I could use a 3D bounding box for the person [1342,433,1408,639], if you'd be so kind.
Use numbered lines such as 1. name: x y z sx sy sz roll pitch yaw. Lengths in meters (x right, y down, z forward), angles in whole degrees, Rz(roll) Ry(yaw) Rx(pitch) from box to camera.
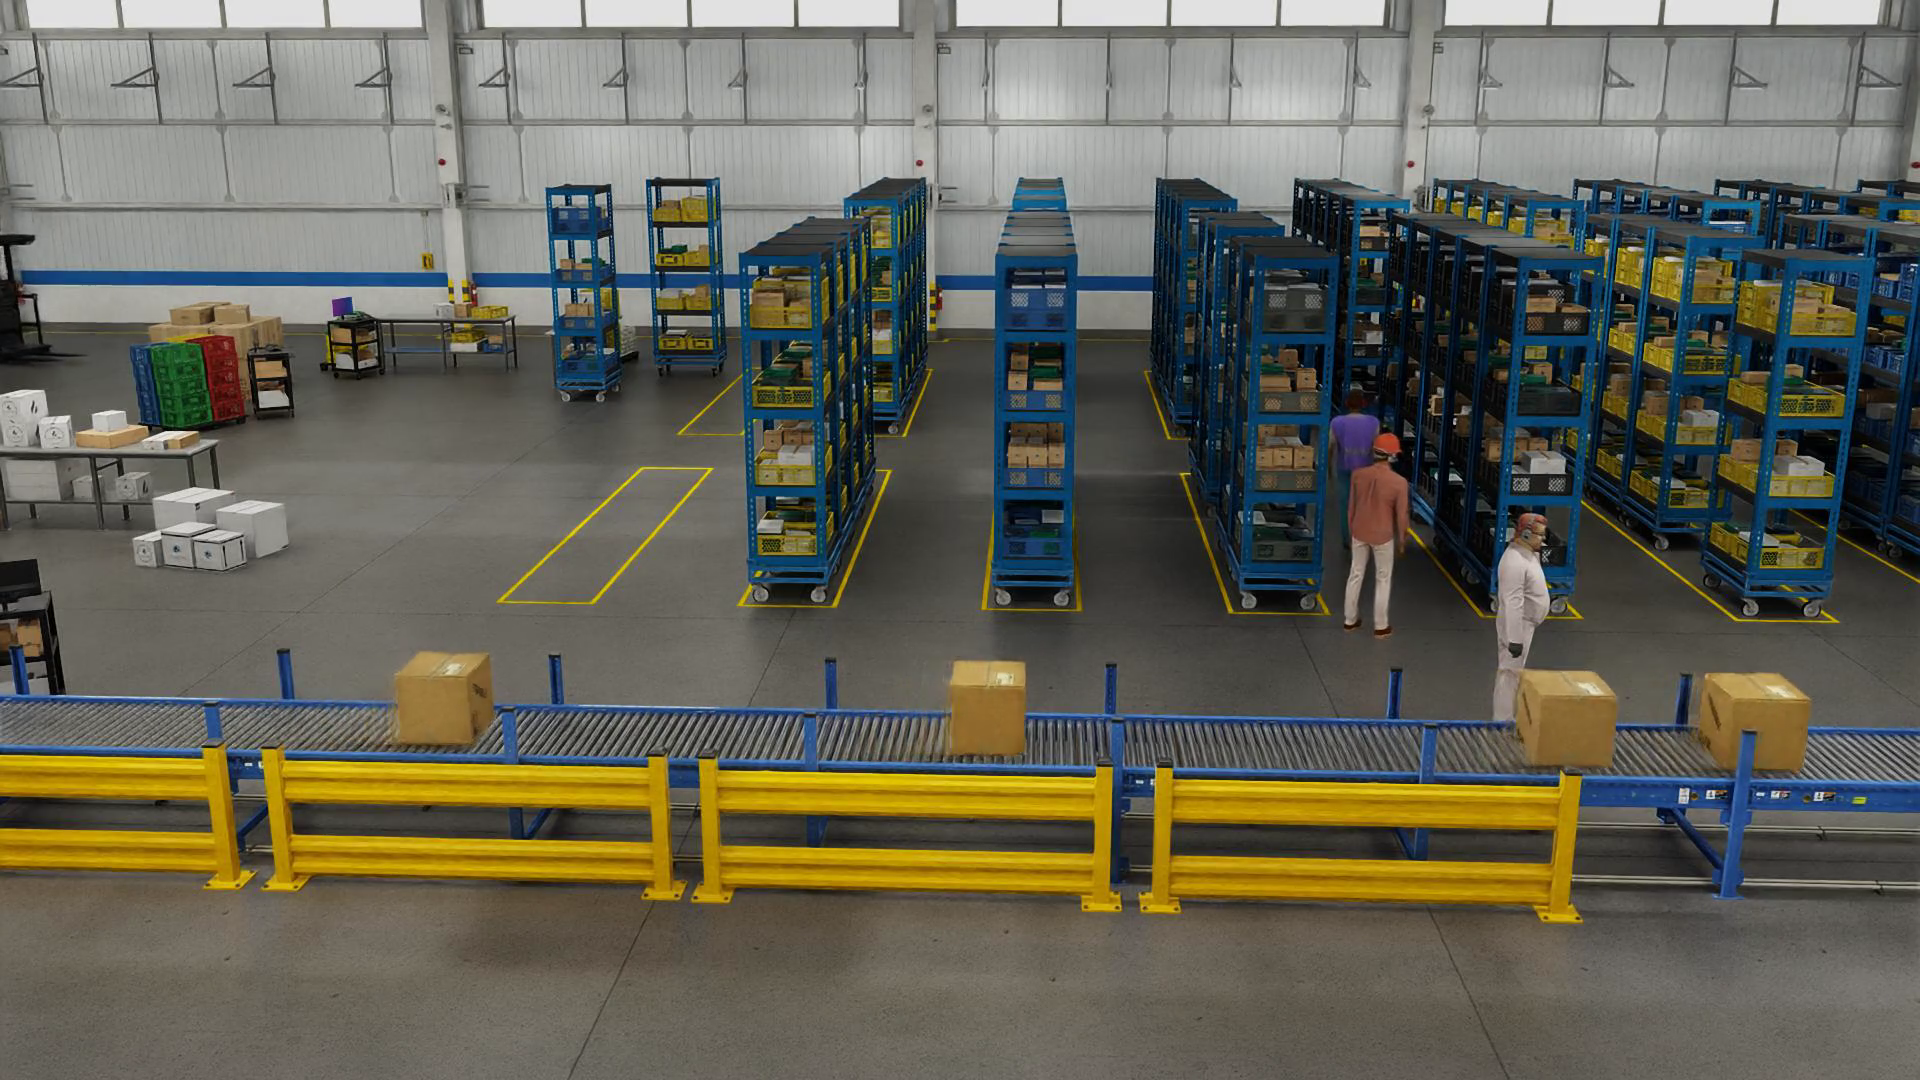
1. person: 4.012 -0.048 15.972 0.619 1.983 0.428 13 20 40

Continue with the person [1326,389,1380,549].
1. person: 4.520 -0.838 19.180 0.611 1.822 0.681 2 15 7

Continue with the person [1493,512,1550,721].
1. person: 4.480 0.707 13.302 0.411 1.908 0.643 6 16 21

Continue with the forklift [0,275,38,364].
1. forklift: -19.110 -4.916 32.332 1.873 2.768 1.129 4 16 15
